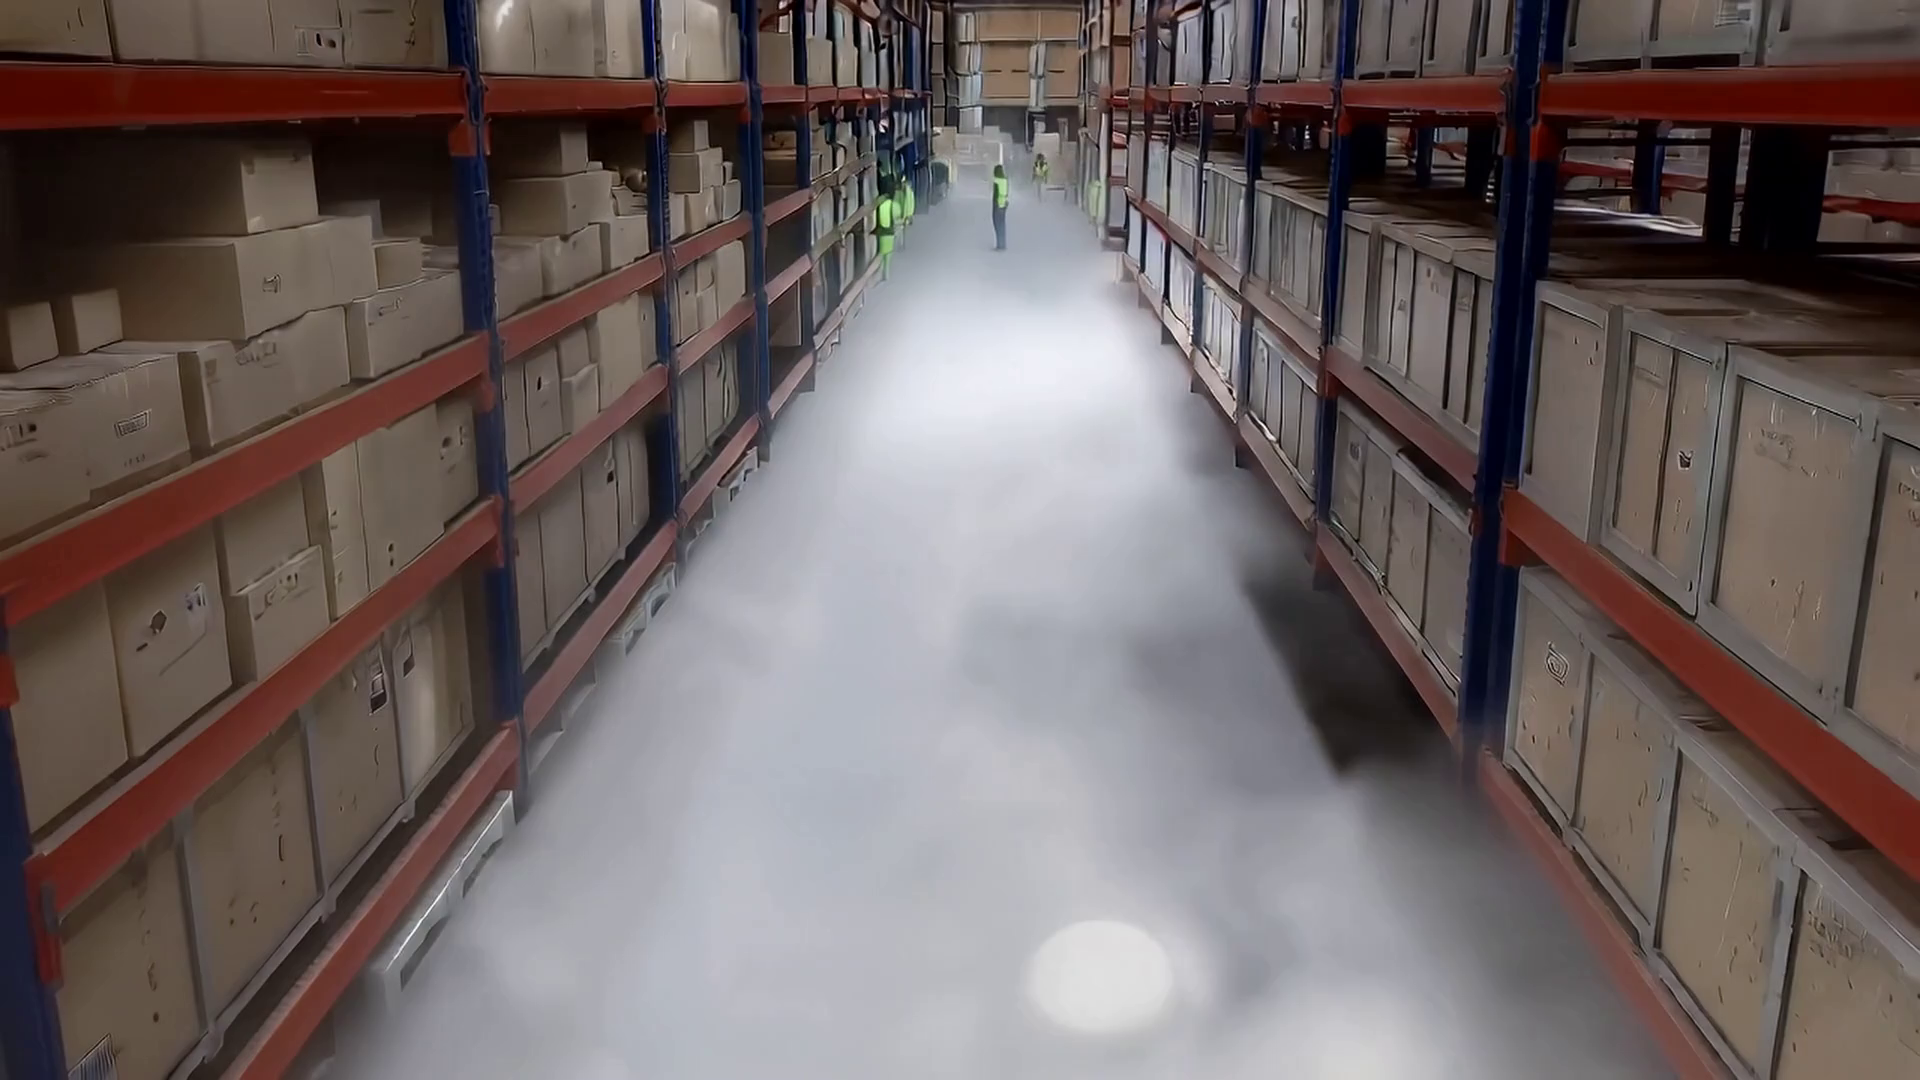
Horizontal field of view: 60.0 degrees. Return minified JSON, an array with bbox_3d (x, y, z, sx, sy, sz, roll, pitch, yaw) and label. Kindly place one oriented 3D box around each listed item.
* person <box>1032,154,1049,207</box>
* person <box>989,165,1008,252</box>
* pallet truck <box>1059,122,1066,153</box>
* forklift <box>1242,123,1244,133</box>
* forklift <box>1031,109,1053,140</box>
[{"bbox_3d":[2.524,-11.241,51.983,0.541,1.624,0.360,3,15,10],"label":"person"},{"bbox_3d":[0.880,-7.415,37.203,0.378,1.917,0.597,6,16,20],"label":"person"},{"bbox_3d":[5.788,-21.111,88.014,1.885,1.965,0.823,5,16,18],"label":"pallet truck"},{"bbox_3d":[11.142,-15.084,63.914,1.129,2.768,1.873,0,15,2],"label":"forklift"},{"bbox_3d":[3.409,-16.577,69.470,1.129,2.768,1.873,0,15,2],"label":"forklift"}]
